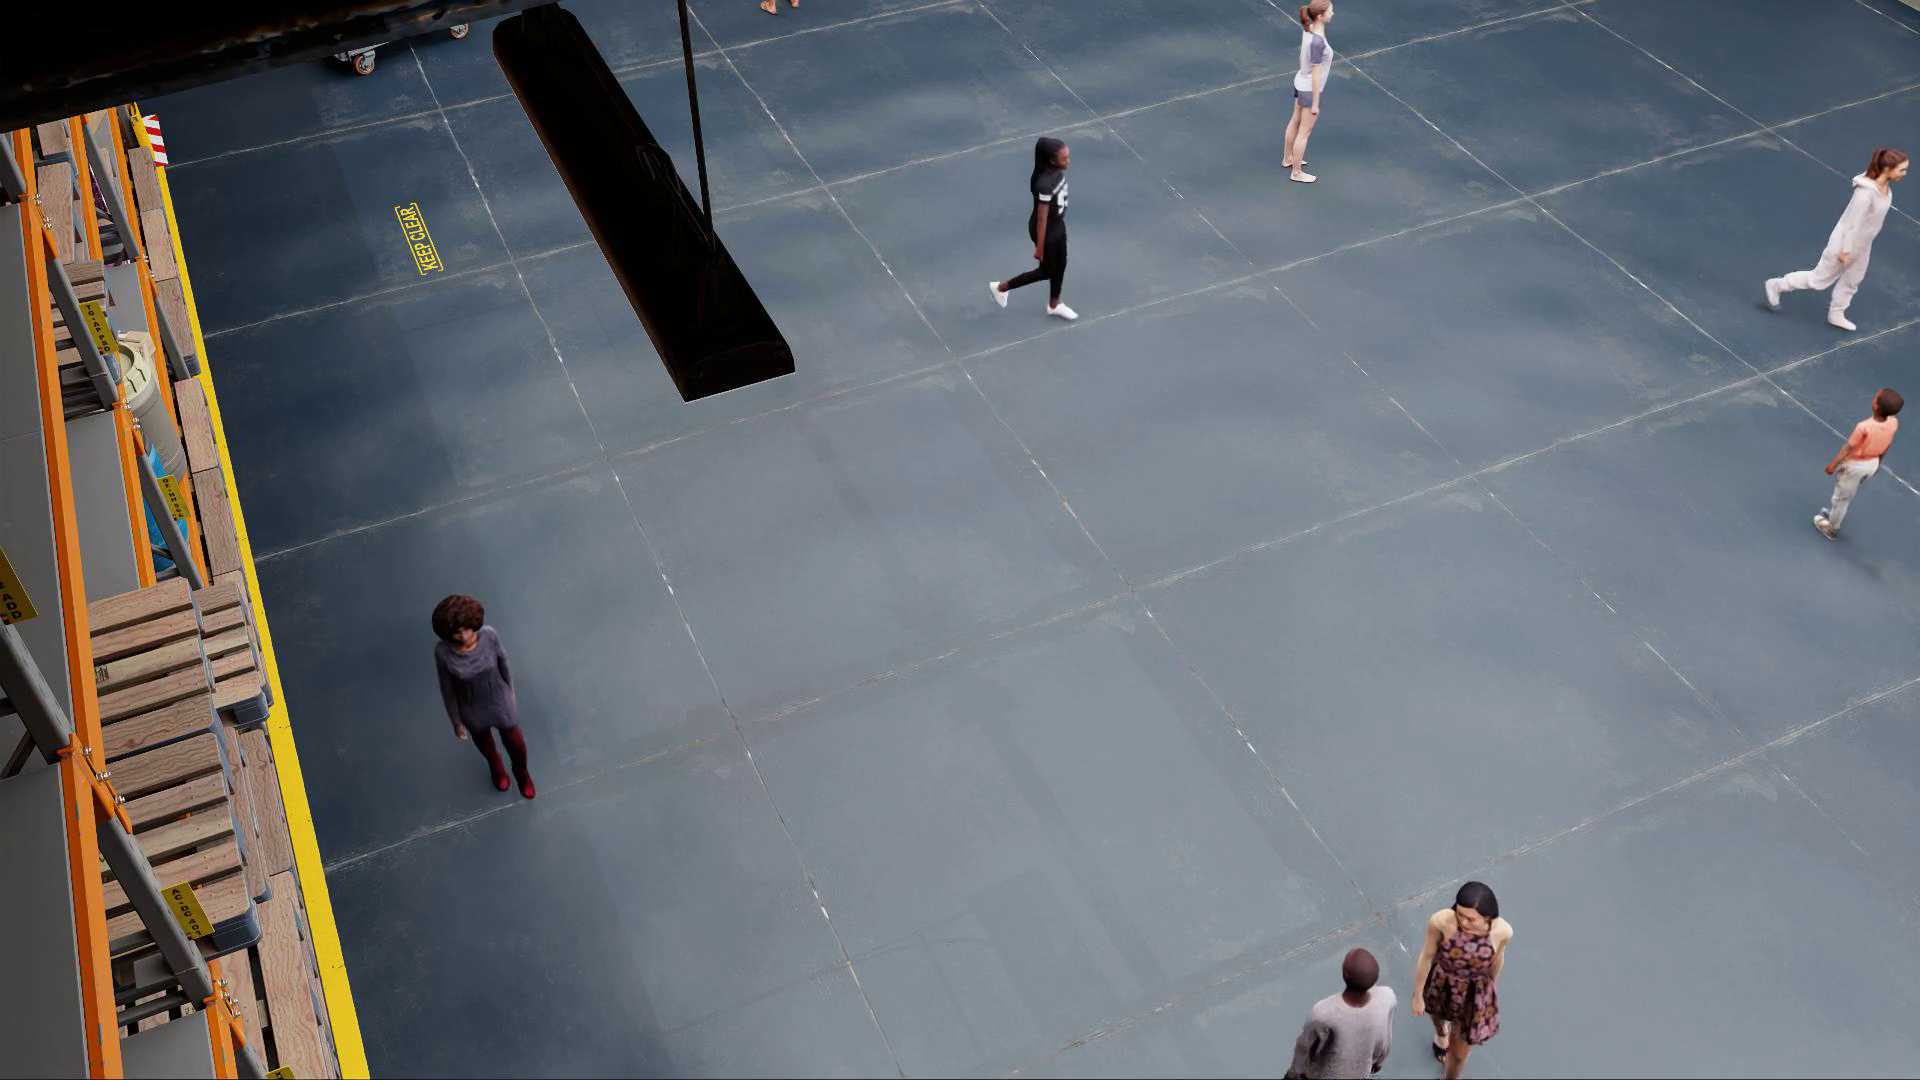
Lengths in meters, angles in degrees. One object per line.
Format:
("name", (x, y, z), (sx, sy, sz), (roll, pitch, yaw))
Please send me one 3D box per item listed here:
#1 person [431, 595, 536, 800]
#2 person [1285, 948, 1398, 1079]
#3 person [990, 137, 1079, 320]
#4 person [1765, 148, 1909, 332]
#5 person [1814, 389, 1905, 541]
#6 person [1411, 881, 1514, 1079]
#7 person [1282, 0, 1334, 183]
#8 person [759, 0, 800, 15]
("person", (-2.933, 0.916, 10.125), (0.569, 1.700, 0.612), (-17, 46, -17))
("person", (1.917, 2.683, 8.233), (0.743, 1.751, 1.032), (-14, 45, -14))
("person", (0.634, -2.548, 13.754), (1.053, 1.711, 1.024), (8, 44, 8))
("person", (7.273, -2.515, 13.751), (1.107, 1.666, 0.889), (31, 52, 29))
("person", (6.473, -0.504, 11.903), (0.547, 1.304, 0.567), (-9, 44, -9))
("person", (2.573, 2.249, 8.695), (0.883, 1.743, 0.966), (6, 44, 6))
("person", (3.233, -4.196, 15.442), (0.696, 1.767, 0.588), (-5, 44, -6))
("person", (-1.999, -6.619, 17.917), (0.671, 1.863, 0.588), (-22, 48, -22))
